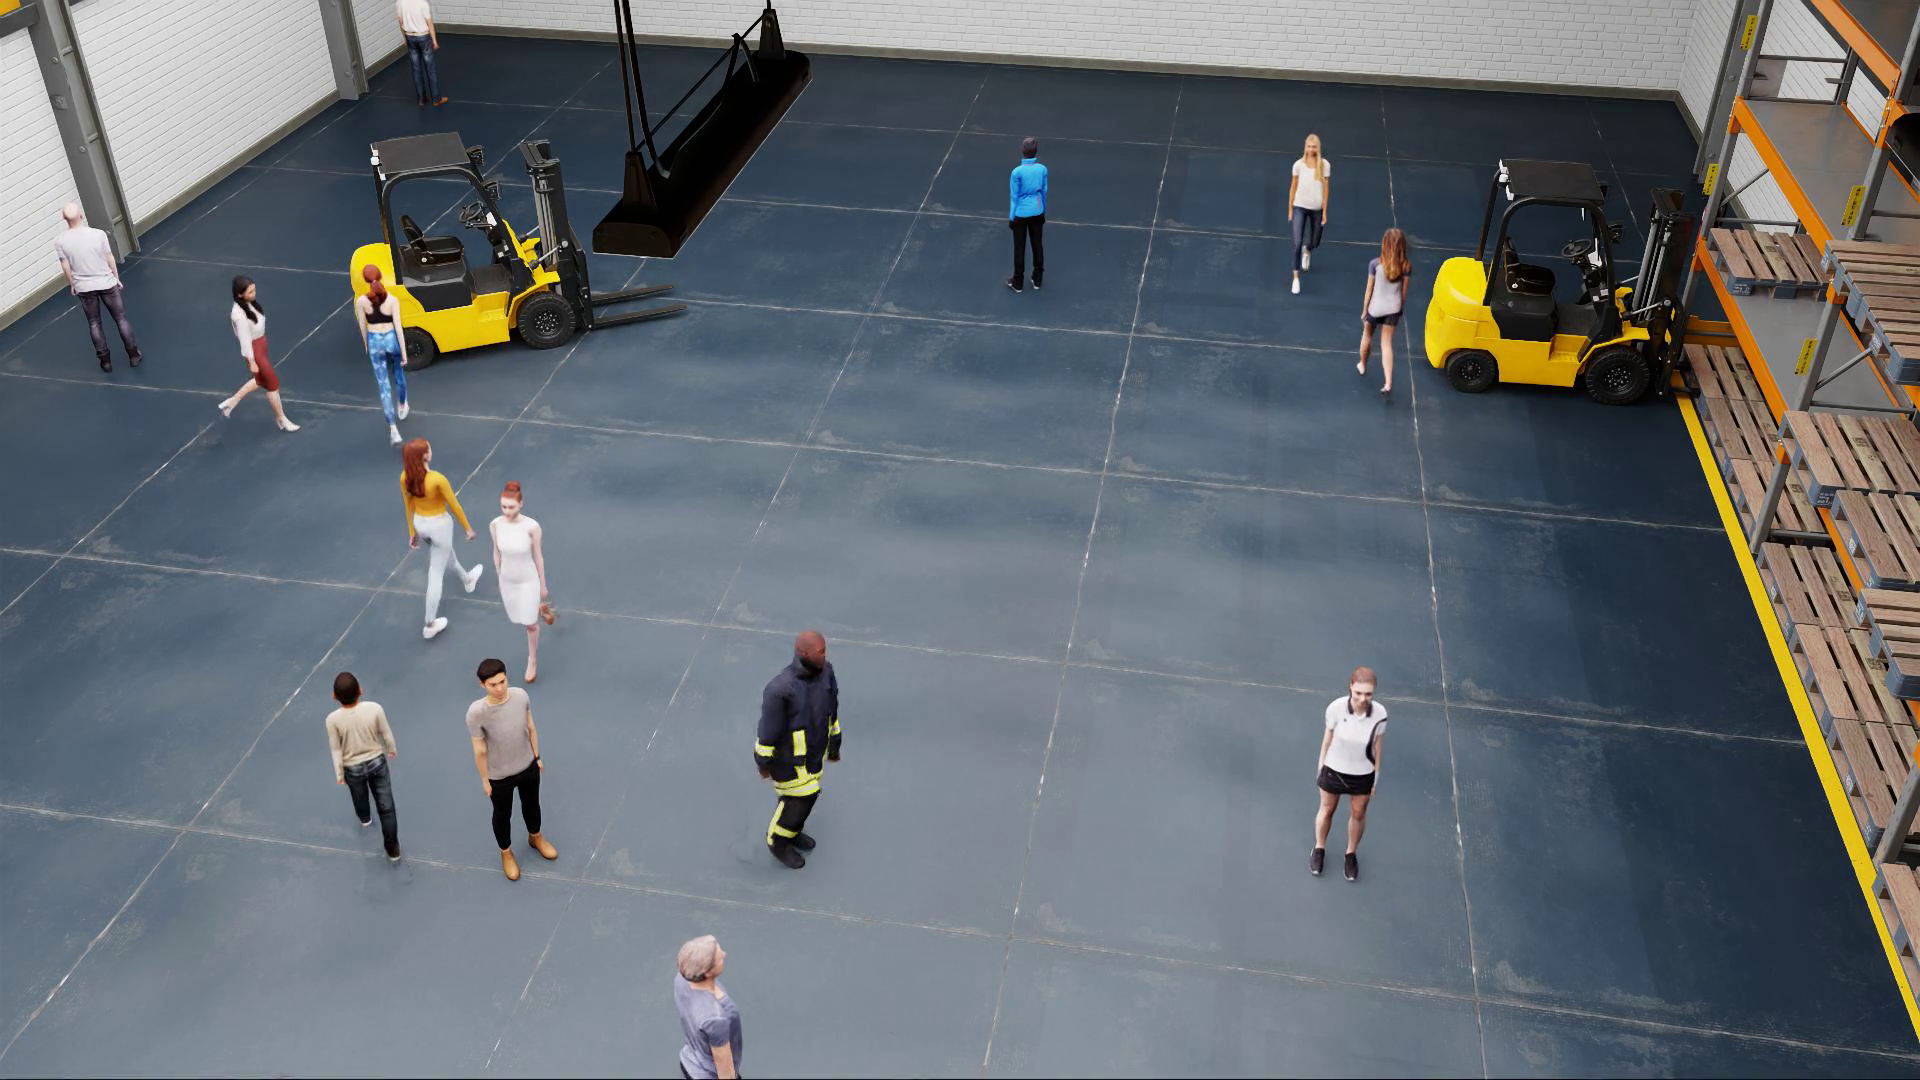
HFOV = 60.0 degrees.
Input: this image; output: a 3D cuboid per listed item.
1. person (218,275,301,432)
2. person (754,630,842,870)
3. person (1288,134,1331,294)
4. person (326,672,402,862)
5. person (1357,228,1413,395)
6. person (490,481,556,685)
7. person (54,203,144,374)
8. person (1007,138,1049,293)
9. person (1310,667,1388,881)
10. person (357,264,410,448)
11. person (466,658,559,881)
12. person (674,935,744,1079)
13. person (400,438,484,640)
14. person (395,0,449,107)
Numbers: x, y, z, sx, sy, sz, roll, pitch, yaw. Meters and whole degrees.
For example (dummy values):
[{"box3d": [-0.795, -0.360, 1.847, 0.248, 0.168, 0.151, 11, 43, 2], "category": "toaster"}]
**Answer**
[{"box3d": [-6.854, -1.754, 16.055, 0.865, 1.728, 0.943, -7, 34, -11], "category": "person"}, {"box3d": [-1.147, 1.398, 11.269, 0.874, 1.779, 0.995, -22, 40, -30], "category": "person"}, {"box3d": [3.987, -3.781, 19.046, 0.637, 1.794, 1.015, 4, 34, 6], "category": "person"}, {"box3d": [-4.028, 1.584, 11.299, 0.878, 1.436, 1.001, -15, 36, -21], "category": "person"}, {"box3d": [4.323, -2.286, 16.885, 0.732, 1.697, 1.109, 0, 34, 1], "category": "person"}, {"box3d": [-3.360, 0.291, 12.937, 0.567, 1.776, 0.859, 6, 34, 9], "category": "person"}, {"box3d": [-8.984, -2.634, 17.287, 0.752, 1.832, 0.777, -14, 36, -20], "category": "person"}, {"box3d": [0.782, -3.704, 18.928, 0.687, 1.796, 0.712, -14, 36, -20], "category": "person"}, {"box3d": [2.599, 1.535, 11.091, 0.542, 1.747, 0.514, 5, 34, 8], "category": "person"}, {"box3d": [-5.529, -1.752, 16.039, 0.927, 1.744, 1.292, -9, 35, -13], "category": "person"}, {"box3d": [-3.027, 1.495, 11.172, 0.668, 1.724, 0.746, -25, 41, -32], "category": "person"}, {"box3d": [-1.341, 2.867, 8.961, 0.838, 1.886, 0.755, -18, 37, -24], "category": "person"}, {"box3d": [-4.277, 0.011, 13.436, 0.687, 1.690, 1.198, 9, 35, 13], "category": "person"}, {"box3d": [-7.900, -7.276, 24.254, 0.657, 1.850, 0.551, 5, 34, 8], "category": "person"}]
